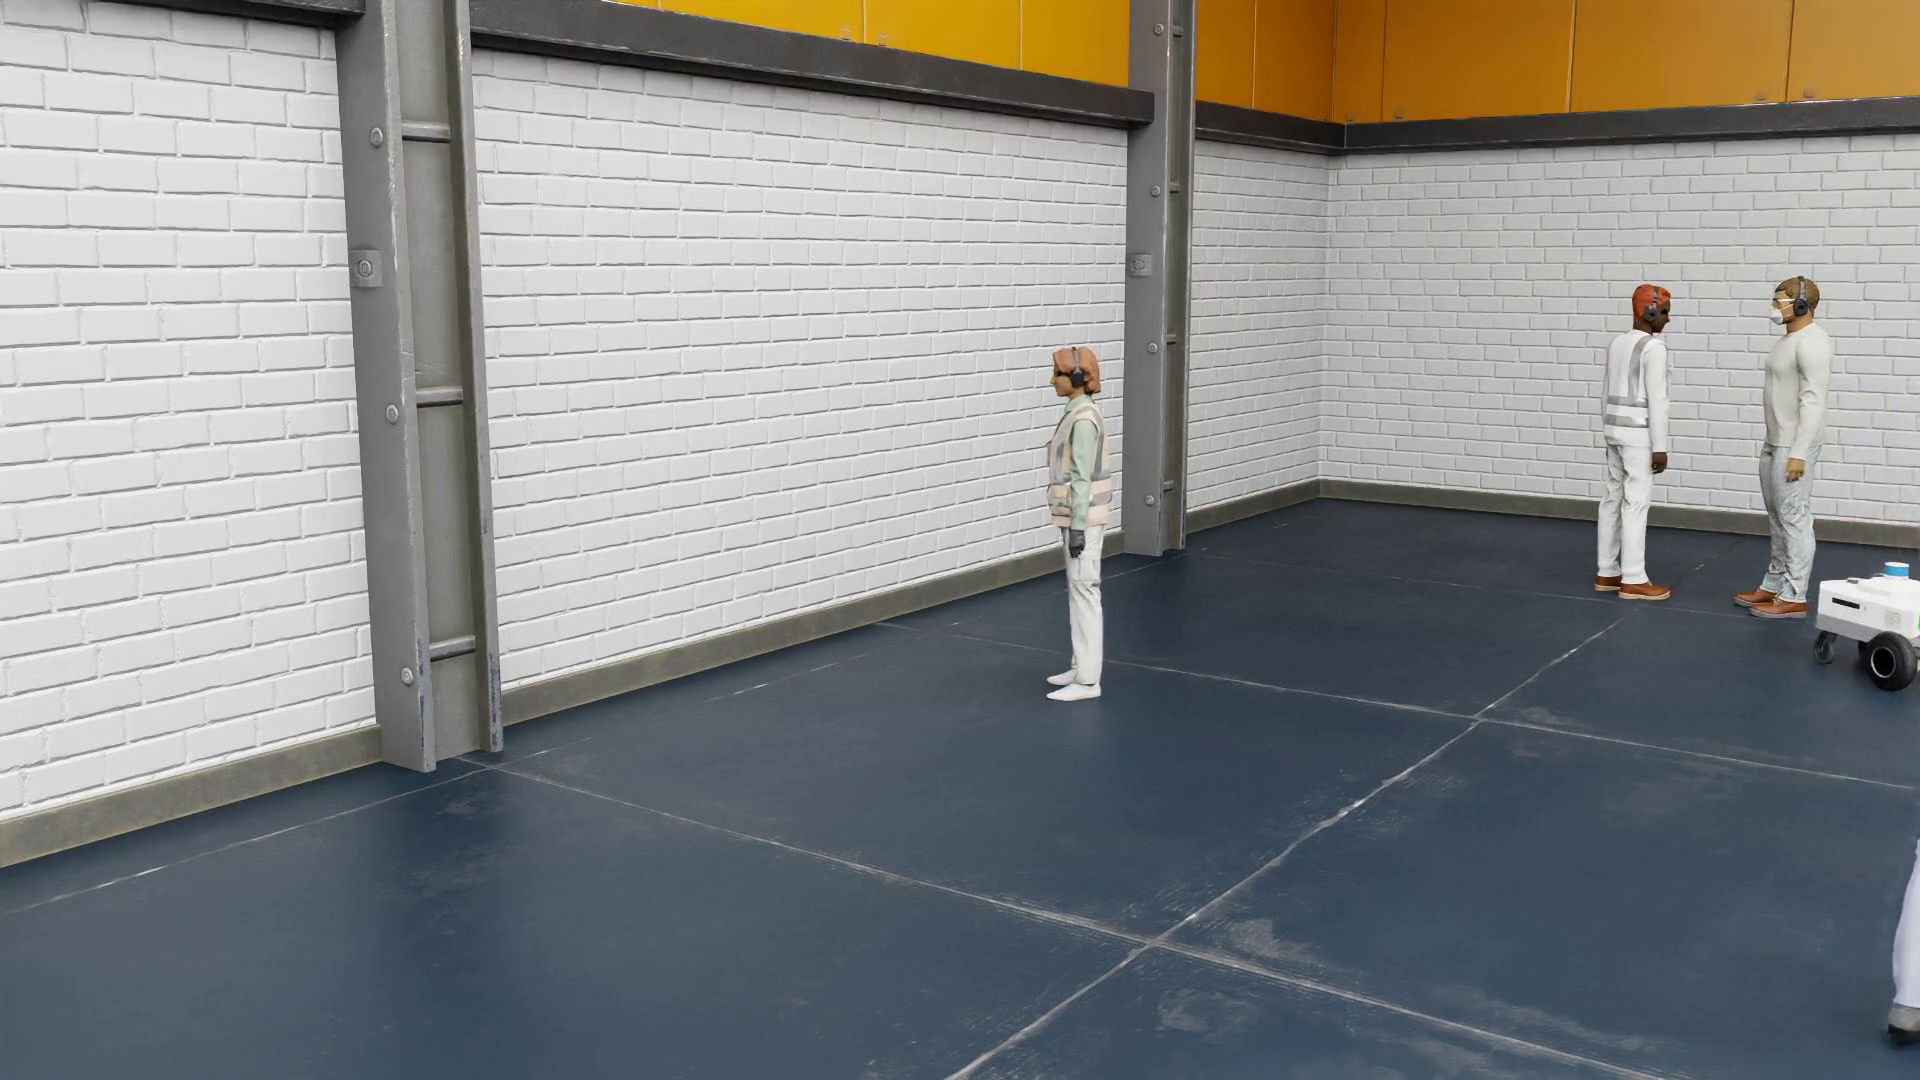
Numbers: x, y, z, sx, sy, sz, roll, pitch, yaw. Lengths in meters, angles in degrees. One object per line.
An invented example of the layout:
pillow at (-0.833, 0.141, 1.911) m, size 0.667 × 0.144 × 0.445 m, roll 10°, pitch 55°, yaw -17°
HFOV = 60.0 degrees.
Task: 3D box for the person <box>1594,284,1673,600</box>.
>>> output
person at (4.070, -0.590, 10.021) m, size 0.360 × 1.883 × 0.574 m, roll -1°, pitch 10°, yaw -7°

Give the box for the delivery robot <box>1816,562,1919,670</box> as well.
delivery robot at (4.531, 0.352, 8.078) m, size 0.477 × 0.478 × 0.707 m, roll -2°, pitch 10°, yaw -13°

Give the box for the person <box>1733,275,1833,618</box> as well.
person at (4.713, -0.525, 9.470) m, size 0.367 × 1.939 × 0.635 m, roll 2°, pitch 10°, yaw 11°

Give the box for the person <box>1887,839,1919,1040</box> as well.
person at (2.787, 0.456, 4.319) m, size 0.929 × 1.703 × 0.517 m, roll -5°, pitch 11°, yaw -29°

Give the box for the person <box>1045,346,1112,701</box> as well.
person at (0.547, -0.074, 7.693) m, size 0.310 × 1.634 × 0.512 m, roll 0°, pitch 10°, yaw 1°
